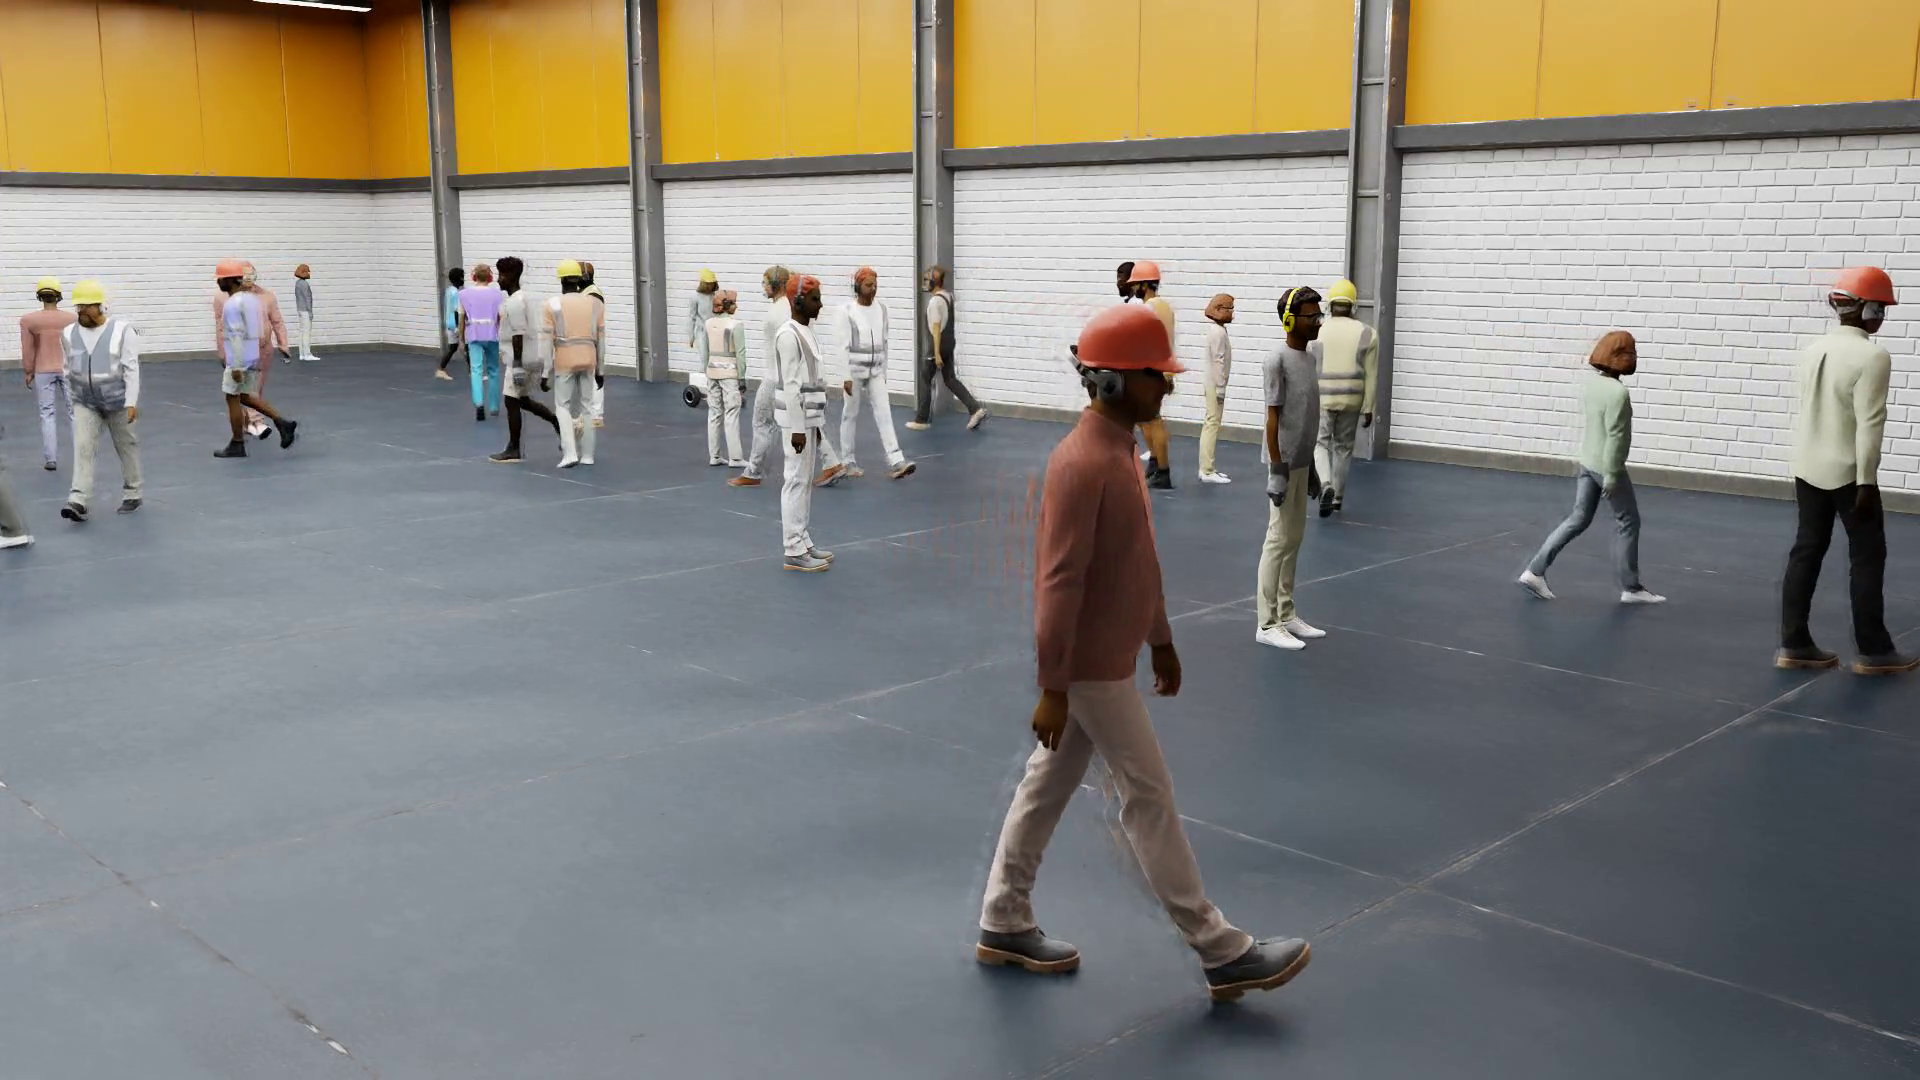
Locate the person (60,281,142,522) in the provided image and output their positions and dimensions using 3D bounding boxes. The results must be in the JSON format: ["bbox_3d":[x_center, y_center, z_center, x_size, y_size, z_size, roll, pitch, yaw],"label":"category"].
[{"bbox_3d":[-6.454,-1.031,12.453,0.595,1.788,0.903,-1,10,-6],"label":"person"}]

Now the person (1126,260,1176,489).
[{"bbox_3d":[1.605,-1.387,14.043,0.527,1.913,0.563,5,12,26],"label":"person"}]

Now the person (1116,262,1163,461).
[{"bbox_3d":[1.615,-1.674,15.713,0.796,1.876,0.618,0,10,2],"label":"person"}]

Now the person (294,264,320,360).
[{"bbox_3d":[-11.206,-3.892,28.479,0.273,1.632,0.507,-9,13,-39],"label":"person"}]

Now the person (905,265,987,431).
[{"bbox_3d":[-0.157,-2.082,18.146,0.894,1.818,0.531,5,11,24],"label":"person"}]

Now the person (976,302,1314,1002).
[{"bbox_3d":[0.490,0.321,4.644,1.008,1.940,0.649,3,11,14],"label":"person"}]

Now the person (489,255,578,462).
[{"bbox_3d":[-4.058,-1.695,15.647,0.738,1.949,0.610,-1,10,-5],"label":"person"}]

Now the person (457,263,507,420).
[{"bbox_3d":[-5.550,-2.313,19.380,0.562,1.821,0.886,-3,11,-16],"label":"person"}]

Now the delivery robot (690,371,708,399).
[{"bbox_3d":[-3.017,-1.960,20.631,0.707,0.478,0.477,8,13,37],"label":"delivery robot"}]

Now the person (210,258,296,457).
[{"bbox_3d":[-6.850,-1.743,15.985,0.685,1.922,0.564,0,10,-1],"label":"person"}]

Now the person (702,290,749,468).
[{"bbox_3d":[-2.161,-1.478,15.307,0.515,1.636,0.315,8,13,38],"label":"person"}]

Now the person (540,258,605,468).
[{"bbox_3d":[-3.563,-1.620,15.314,0.614,1.931,0.390,-6,12,-31],"label":"person"}]

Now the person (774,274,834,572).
[{"bbox_3d":[-1.003,-0.748,10.653,0.355,1.884,0.575,1,10,4],"label":"person"}]

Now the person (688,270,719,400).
[{"bbox_3d":[-3.200,-2.601,21.283,0.495,1.686,0.948,-8,13,-37],"label":"person"}]

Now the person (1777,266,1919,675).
[{"bbox_3d":[4.368,-0.330,8.105,0.619,1.984,0.644,-2,11,-8],"label":"person"}]

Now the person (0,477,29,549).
[{"bbox_3d":[-6.844,-0.852,11.225,0.975,1.875,0.614,-1,10,-6],"label":"person"}]

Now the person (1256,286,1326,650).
[{"bbox_3d":[1.743,-0.376,8.663,0.328,1.872,0.513,7,12,32],"label":"person"}]

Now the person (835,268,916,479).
[{"bbox_3d":[-0.786,-1.432,14.496,0.605,1.837,0.962,-7,13,-35],"label":"person"}]

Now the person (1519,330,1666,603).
[{"bbox_3d":[3.684,-0.418,9.623,0.810,1.597,0.508,0,10,-1],"label":"person"}]

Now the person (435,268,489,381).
[{"bbox_3d":[-7.335,-3.143,24.298,0.744,1.666,0.532,-6,12,-28],"label":"person"}]

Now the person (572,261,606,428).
[{"bbox_3d":[-4.164,-2.167,18.504,0.429,1.844,0.627,-6,12,-29],"label":"person"}]

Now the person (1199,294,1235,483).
[{"bbox_3d":[2.234,-1.316,14.432,0.268,1.632,0.507,1,10,4],"label":"person"}]

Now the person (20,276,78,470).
[{"bbox_3d":[-8.236,-1.517,15.172,0.533,1.765,0.326,-5,12,-26],"label":"person"}]

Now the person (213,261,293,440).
[{"bbox_3d":[-7.395,-1.987,17.464,0.979,1.855,0.660,10,14,43],"label":"person"}]

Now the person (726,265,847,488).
[{"bbox_3d":[-1.447,-1.366,14.008,1.011,1.898,0.647,1,10,7],"label":"person"}]

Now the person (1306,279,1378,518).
[{"bbox_3d":[2.832,-1.052,12.510,0.602,1.809,0.700,1,10,7],"label":"person"}]
